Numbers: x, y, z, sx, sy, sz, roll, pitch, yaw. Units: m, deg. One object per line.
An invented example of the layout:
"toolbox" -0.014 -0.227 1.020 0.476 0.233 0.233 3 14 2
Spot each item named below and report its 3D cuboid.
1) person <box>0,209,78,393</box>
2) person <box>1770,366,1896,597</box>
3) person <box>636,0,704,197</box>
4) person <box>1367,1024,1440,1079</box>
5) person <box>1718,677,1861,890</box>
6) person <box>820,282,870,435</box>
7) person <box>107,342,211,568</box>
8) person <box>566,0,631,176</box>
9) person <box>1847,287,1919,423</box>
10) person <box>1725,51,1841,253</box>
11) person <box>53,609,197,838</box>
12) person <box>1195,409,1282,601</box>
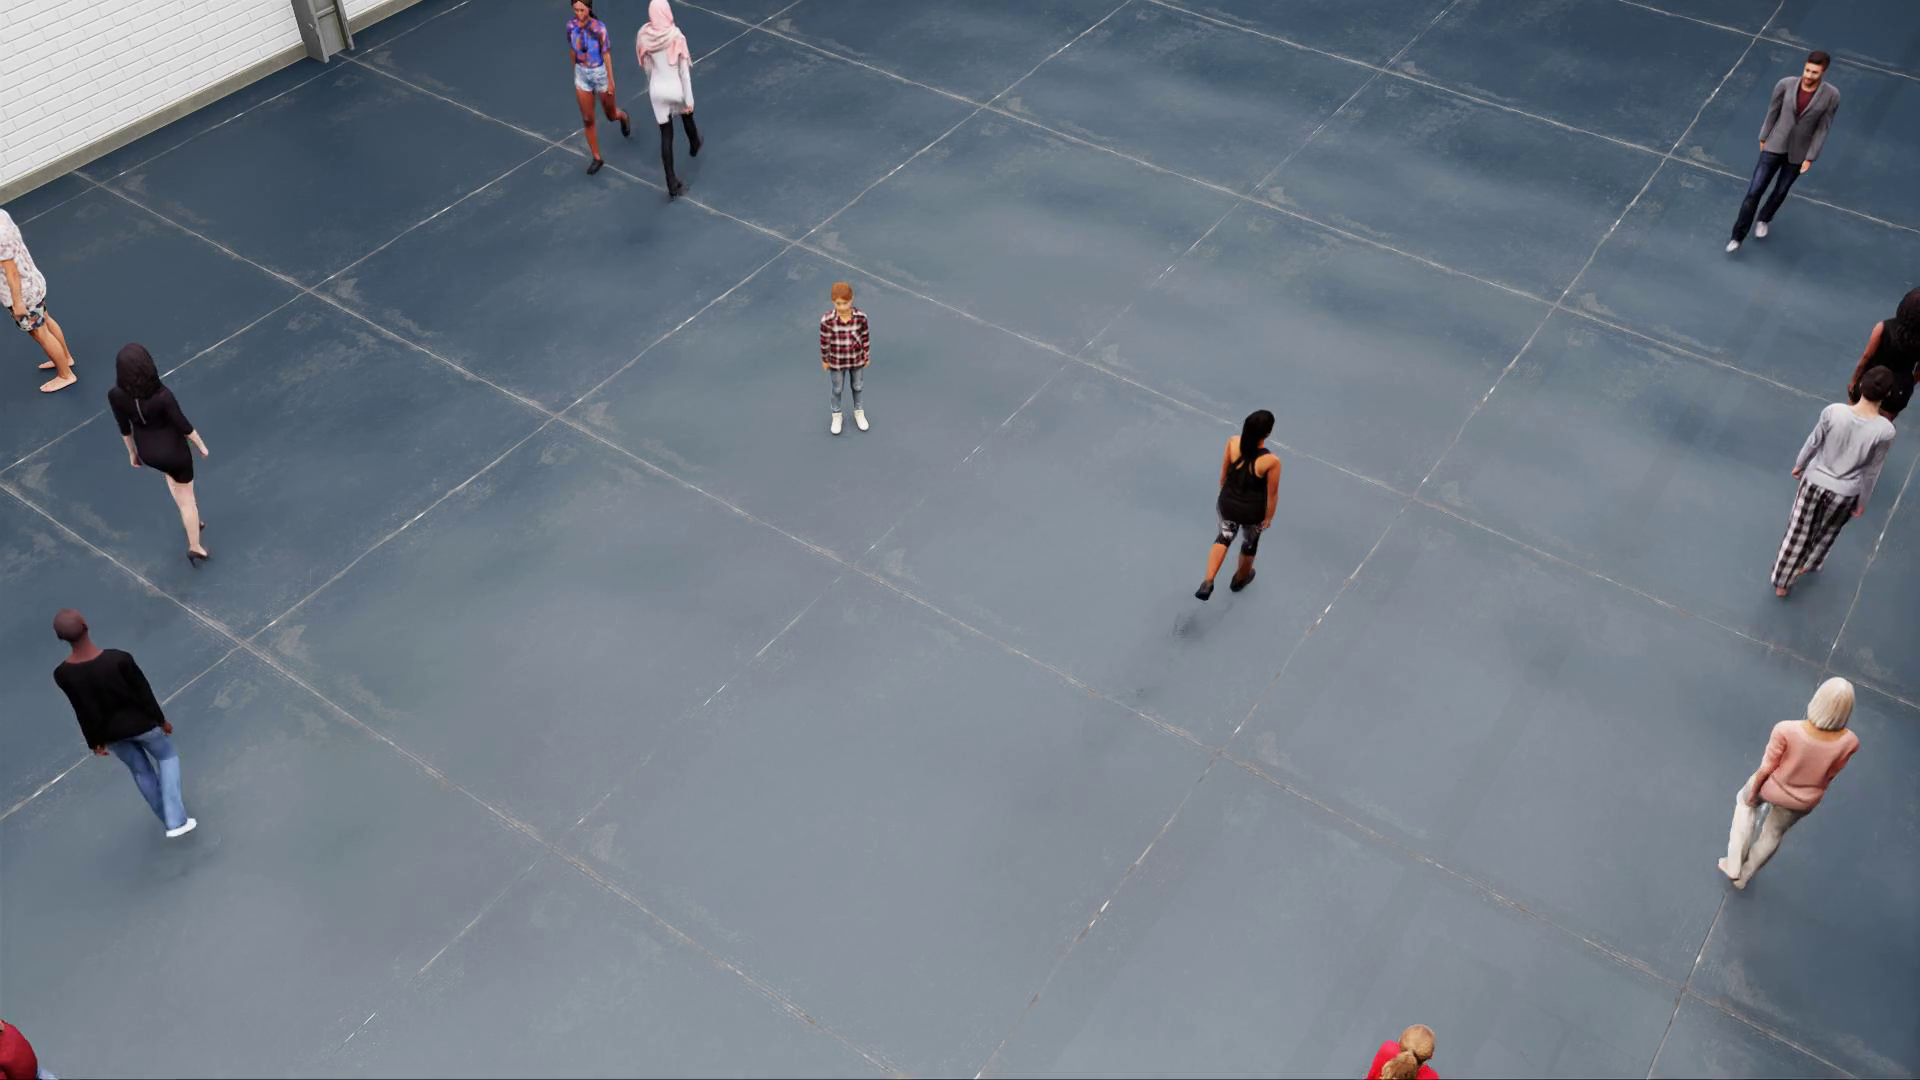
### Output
"person" -7.313 -2.000 12.941 0.759 1.816 0.751 -16 46 -16
"person" 5.837 -0.320 11.169 0.679 1.829 0.804 27 50 26
"person" -2.654 -3.967 15.062 1.023 1.739 1.278 5 44 5
"person" 2.135 2.833 8.268 0.547 1.266 0.845 31 51 28
"person" 4.681 1.454 9.390 0.676 1.714 0.696 13 45 13
"person" -0.871 -1.406 12.689 0.621 1.306 0.684 -8 44 -8
"person" -5.473 -0.504 11.395 0.794 1.783 0.855 2 44 2
"person" -3.342 -4.292 15.419 0.833 1.718 1.093 11 45 12
"person" 6.665 -1.042 11.998 0.758 1.731 0.908 11 45 11
"person" 7.181 -3.402 14.402 0.754 1.831 1.091 20 47 20
"person" -4.862 1.140 9.712 0.871 1.724 0.912 -10 45 -11
"person" 1.870 -0.204 11.177 0.579 1.649 0.845 26 49 25
